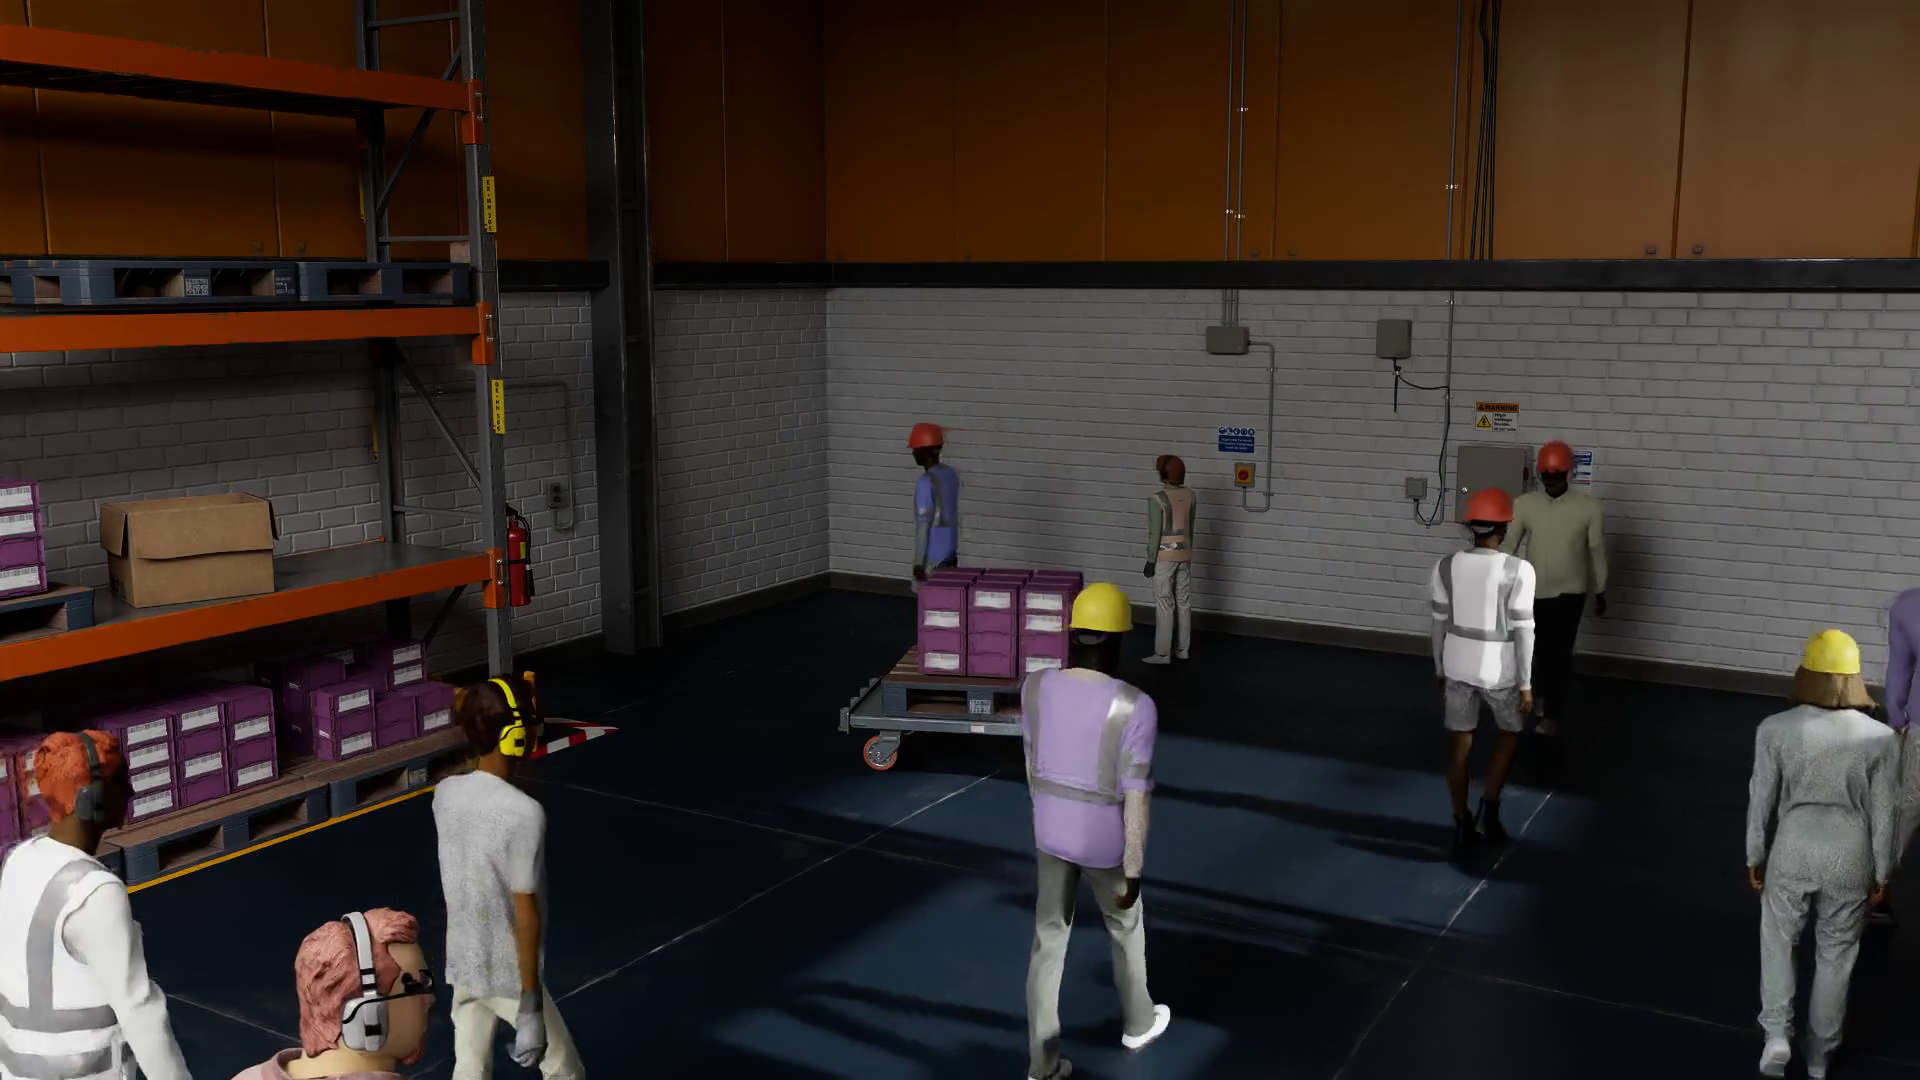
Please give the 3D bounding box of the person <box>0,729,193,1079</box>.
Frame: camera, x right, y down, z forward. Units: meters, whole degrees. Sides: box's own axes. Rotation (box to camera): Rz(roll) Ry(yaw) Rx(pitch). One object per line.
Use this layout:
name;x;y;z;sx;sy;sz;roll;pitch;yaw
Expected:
person;-2.210;1.409;4.430;0.880;1.850;0.599;-8;12;-42

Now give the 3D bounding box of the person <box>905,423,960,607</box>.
person;-0.161;0.072;12.531;0.541;1.918;0.554;5;10;27

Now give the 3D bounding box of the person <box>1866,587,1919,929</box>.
person;4.557;0.868;7.656;0.967;1.892;0.641;-7;11;-37

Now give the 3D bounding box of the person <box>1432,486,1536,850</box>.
person;2.761;0.678;8.753;0.580;1.921;0.453;7;12;38

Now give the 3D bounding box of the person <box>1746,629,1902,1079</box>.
person;3.168;1.198;6.141;0.494;1.727;0.513;5;10;28

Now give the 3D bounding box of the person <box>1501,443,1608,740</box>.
person;3.925;0.308;11.057;0.655;1.933;1.042;6;11;32

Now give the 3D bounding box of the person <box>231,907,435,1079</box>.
person;-1.061;1.602;3.055;0.643;1.905;0.400;5;10;29

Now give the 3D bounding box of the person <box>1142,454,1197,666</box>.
person;1.630;0.156;12.898;0.521;1.640;0.306;-9;12;-43

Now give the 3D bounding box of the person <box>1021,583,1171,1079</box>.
person;0.522;1.091;6.288;0.601;1.889;0.908;6;11;31

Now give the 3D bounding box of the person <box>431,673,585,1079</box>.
person;-1.310;1.303;5.107;0.564;1.835;0.895;6;11;35
